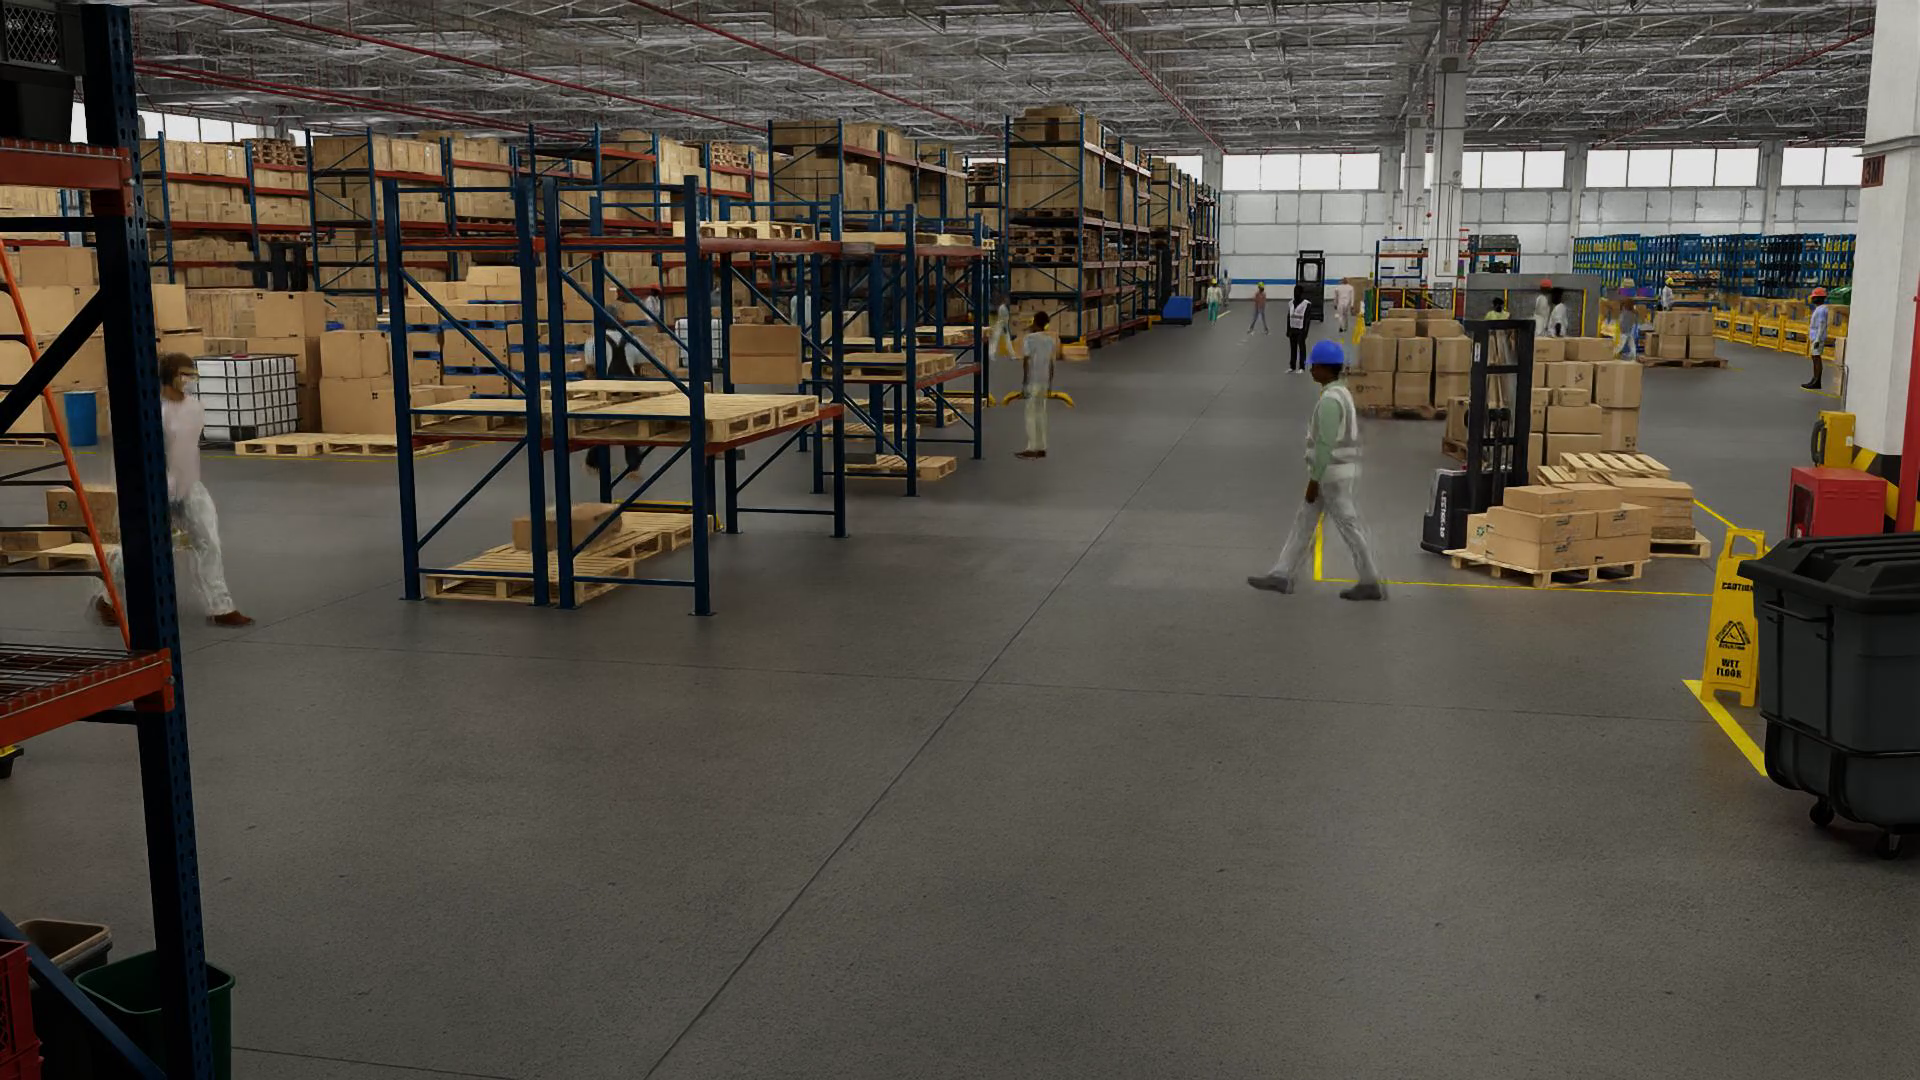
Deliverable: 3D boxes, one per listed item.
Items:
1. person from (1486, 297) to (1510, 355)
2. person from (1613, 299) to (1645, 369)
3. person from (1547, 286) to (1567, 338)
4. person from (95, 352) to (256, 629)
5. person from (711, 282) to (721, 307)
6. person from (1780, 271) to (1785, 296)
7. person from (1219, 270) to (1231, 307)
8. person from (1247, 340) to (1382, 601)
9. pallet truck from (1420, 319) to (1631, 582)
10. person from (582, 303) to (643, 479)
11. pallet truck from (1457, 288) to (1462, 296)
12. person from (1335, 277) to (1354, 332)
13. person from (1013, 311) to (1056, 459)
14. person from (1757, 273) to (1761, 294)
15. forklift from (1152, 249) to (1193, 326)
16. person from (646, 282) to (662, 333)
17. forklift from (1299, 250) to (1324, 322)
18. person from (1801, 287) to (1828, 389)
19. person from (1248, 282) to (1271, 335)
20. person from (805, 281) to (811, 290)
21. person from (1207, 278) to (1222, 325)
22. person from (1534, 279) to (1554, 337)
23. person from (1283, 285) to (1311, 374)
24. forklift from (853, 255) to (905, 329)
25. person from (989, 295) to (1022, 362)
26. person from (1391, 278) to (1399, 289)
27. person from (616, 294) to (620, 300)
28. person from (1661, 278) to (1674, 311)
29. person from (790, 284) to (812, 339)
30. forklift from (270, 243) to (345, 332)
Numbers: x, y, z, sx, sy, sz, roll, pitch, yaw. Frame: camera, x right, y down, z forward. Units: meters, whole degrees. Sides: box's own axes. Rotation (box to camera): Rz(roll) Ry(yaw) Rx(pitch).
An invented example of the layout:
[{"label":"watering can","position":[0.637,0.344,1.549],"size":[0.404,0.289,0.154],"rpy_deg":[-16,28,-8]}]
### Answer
[{"label":"person","position":[11.698,-4.458,36.247],"size":[0.553,1.660,0.778],"rpy_deg":[1,10,3]},{"label":"person","position":[15.017,-4.645,37.511],"size":[0.827,1.597,0.510],"rpy_deg":[8,13,40]},{"label":"person","position":[11.581,-3.958,32.389],"size":[0.424,1.947,0.638],"rpy_deg":[3,10,17]},{"label":"person","position":[-5.343,-0.330,11.163],"size":[1.113,1.878,0.639],"rpy_deg":[3,10,18]},{"label":"person","position":[-6.477,-5.999,44.720],"size":[0.636,1.882,1.041],"rpy_deg":[-2,10,-11]},{"label":"person","position":[39.497,-12.008,79.787],"size":[0.370,2.044,0.608],"rpy_deg":[1,10,9]},{"label":"person","position":[13.825,-13.084,86.624],"size":[0.597,1.896,1.024],"rpy_deg":[2,10,14]},{"label":"person","position":[2.639,-0.499,12.086],"size":[0.988,1.894,0.629],"rpy_deg":[2,10,13]},{"label":"pallet truck","position":[4.543,-0.757,13.299],"size":[0.823,1.965,1.885],"rpy_deg":[-4,10,-22]},{"label":"person","position":[-3.950,-1.717,18.856],"size":[0.709,2.000,1.014],"rpy_deg":[-7,12,-37]},{"label":"pallet truck","position":[20.506,-9.785,68.819],"size":[0.653,1.274,1.630],"rpy_deg":[2,10,12]},{"label":"person","position":[13.138,-8.047,56.869],"size":[0.650,1.865,0.994],"rpy_deg":[3,10,15]},{"label":"person","position":[0.935,-1.921,20.699],"size":[0.667,1.828,0.447],"rpy_deg":[-7,12,-37]},{"label":"person","position":[42.320,-13.301,88.323],"size":[0.406,1.738,0.587],"rpy_deg":[3,10,17]},{"label":"forklift","position":[7.646,-9.320,61.395],"size":[1.873,2.768,1.129],"rpy_deg":[2,10,11]},{"label":"person","position":[-7.777,-5.529,41.848],"size":[0.779,1.905,0.550],"rpy_deg":[2,10,14]},{"label":"forklift","position":[13.778,-10.002,65.433],"size":[1.129,2.768,1.873],"rpy_deg":[2,10,12]},{"label":"person","position":[16.402,-3.862,31.861],"size":[0.360,1.938,0.546],"rpy_deg":[3,10,19]},{"label":"person","position":[9.873,-7.636,54.845],"size":[0.540,1.722,0.904],"rpy_deg":[-7,12,-36]},{"label":"person","position":[-3.800,-5.436,41.156],"size":[1.009,1.940,0.657],"rpy_deg":[-4,10,-23]},{"label":"person","position":[9.571,-8.960,62.604],"size":[0.553,1.737,0.736],"rpy_deg":[1,10,8]},{"label":"person","position":[13.476,-4.949,38.103],"size":[0.983,2.000,0.636],"rpy_deg":[3,10,15]},{"label":"person","position":[7.341,-4.566,36.085],"size":[0.391,1.920,0.587],"rpy_deg":[-8,12,-39]},{"label":"forklift","position":[-1.939,-5.260,37.353],"size":[1.129,2.768,1.873],"rpy_deg":[2,10,12]},{"label":"person","position":[1.087,-5.108,40.236],"size":[0.871,1.591,0.555],"rpy_deg":[3,10,20]},{"label":"person","position":[21.862,-12.417,83.404],"size":[0.511,1.640,0.308],"rpy_deg":[2,10,10]},{"label":"person","position":[-8.443,-5.239,40.928],"size":[0.524,1.631,0.318],"rpy_deg":[0,10,1]},{"label":"person","position":[24.685,-8.224,58.055],"size":[0.403,1.818,0.601],"rpy_deg":[7,12,34]},{"label":"person","position":[-3.590,-4.921,38.149],"size":[0.628,1.935,0.373],"rpy_deg":[-7,12,-37]},{"label":"forklift","position":[-14.560,-5.088,36.333],"size":[1.873,2.768,1.129],"rpy_deg":[2,10,12]}]
